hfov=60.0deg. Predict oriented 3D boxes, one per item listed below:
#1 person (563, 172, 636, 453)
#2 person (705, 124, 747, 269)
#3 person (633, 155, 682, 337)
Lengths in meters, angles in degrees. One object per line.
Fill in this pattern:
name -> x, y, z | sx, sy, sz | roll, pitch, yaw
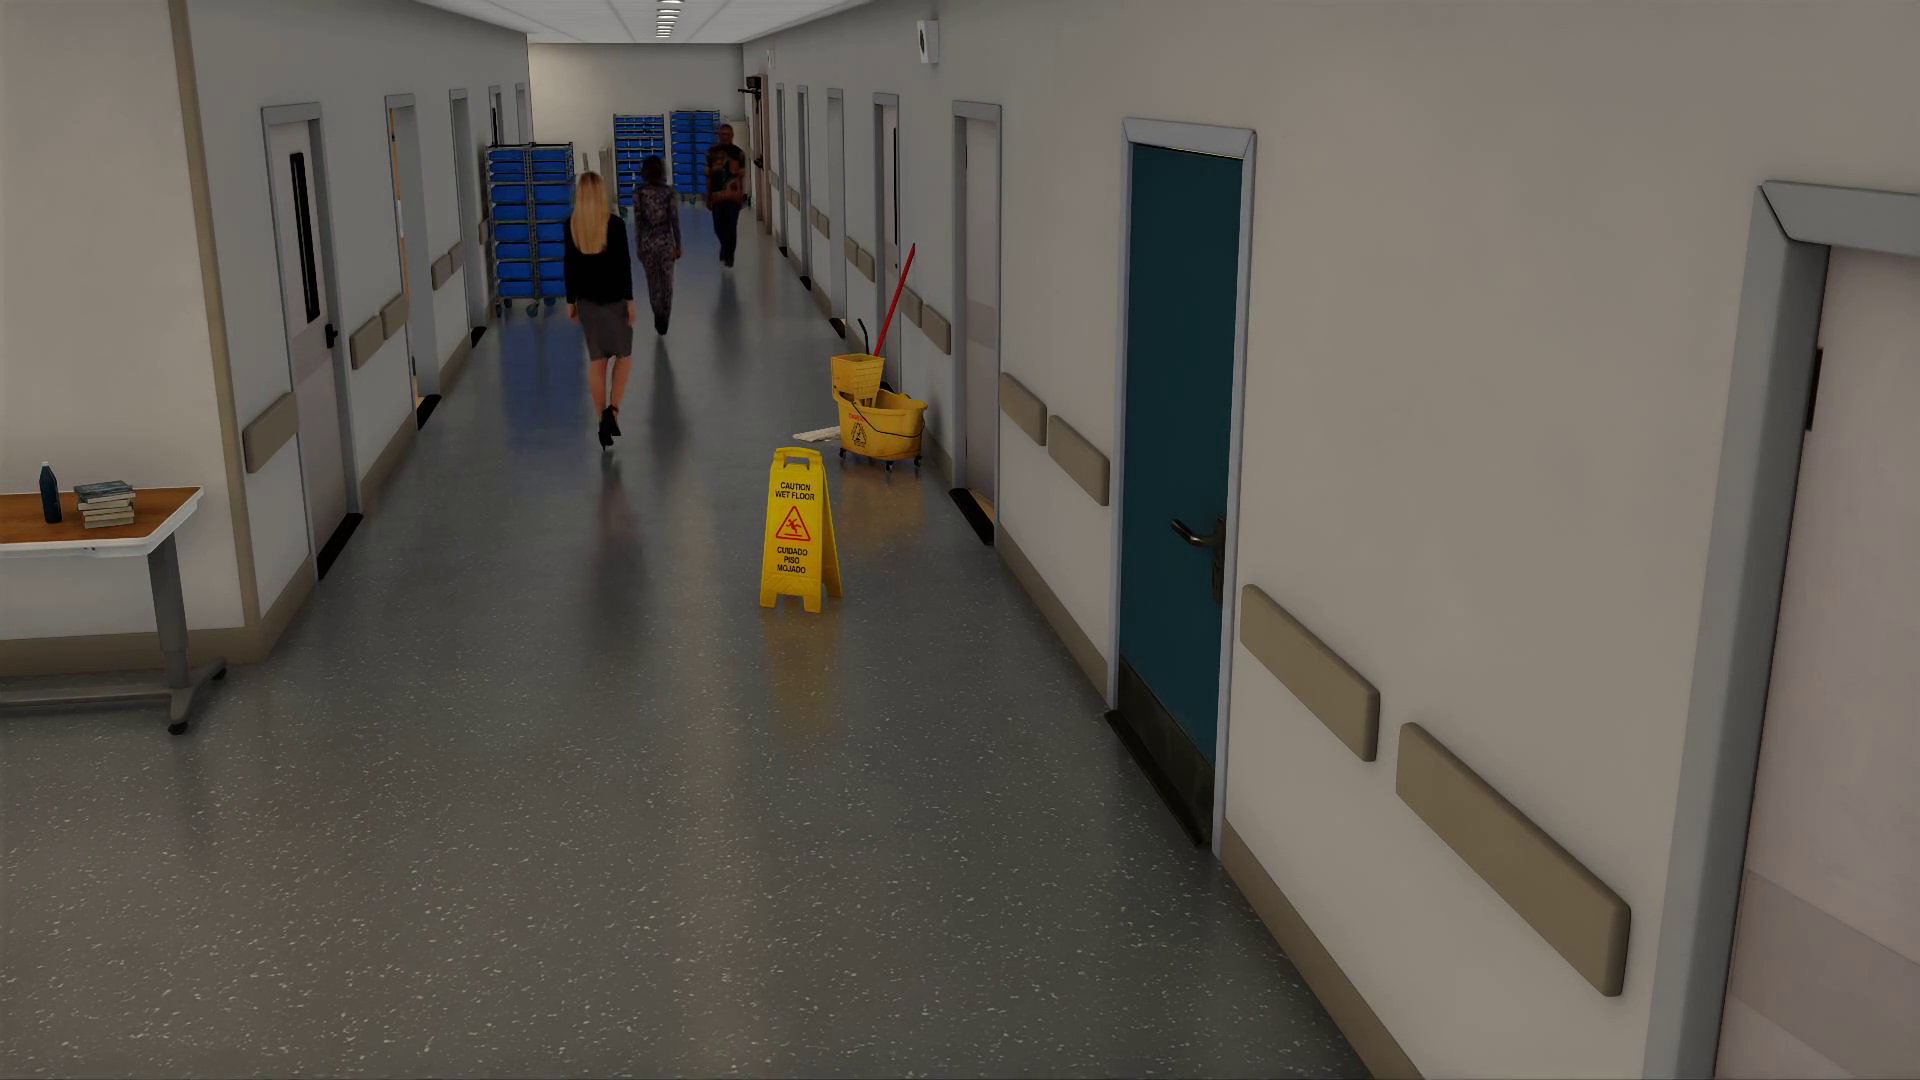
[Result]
person -> -2.380, -1.479, 10.960 | 0.690, 1.830, 0.689 | 1, 16, 3
person -> -3.000, -4.411, 21.353 | 0.737, 1.793, 0.897 | -1, 16, -3
person -> -2.856, -2.743, 15.721 | 0.585, 1.680, 1.119 | -3, 16, -10
